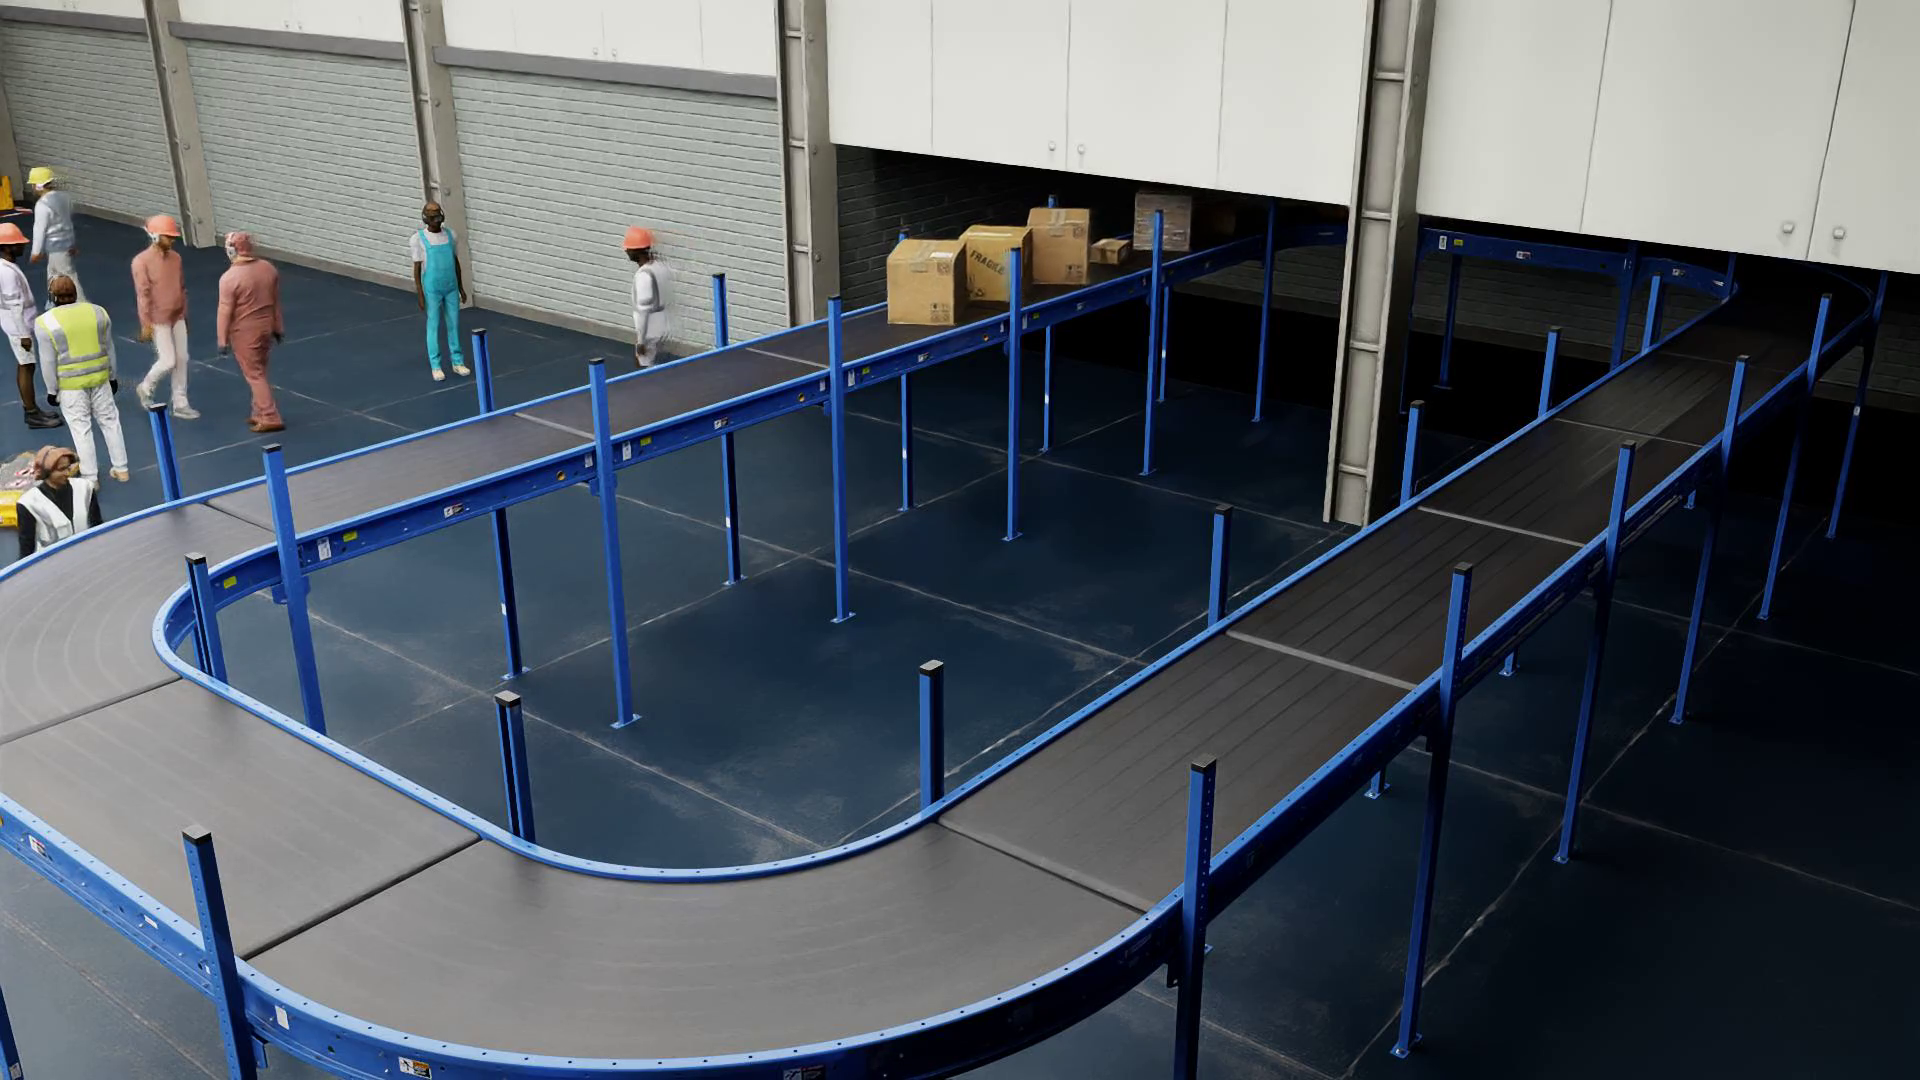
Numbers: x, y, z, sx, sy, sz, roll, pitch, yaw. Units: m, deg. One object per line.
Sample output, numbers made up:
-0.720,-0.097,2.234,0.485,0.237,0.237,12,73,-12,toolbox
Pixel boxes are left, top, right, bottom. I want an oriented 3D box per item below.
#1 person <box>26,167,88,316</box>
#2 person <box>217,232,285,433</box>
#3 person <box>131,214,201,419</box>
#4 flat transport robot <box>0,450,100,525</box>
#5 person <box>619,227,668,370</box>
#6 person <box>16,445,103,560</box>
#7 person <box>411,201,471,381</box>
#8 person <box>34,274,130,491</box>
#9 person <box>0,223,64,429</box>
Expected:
-10.688,-3.435,19.452,0.815,1.796,0.610,-3,22,-7,person
-6.647,-1.934,15.525,0.532,1.895,0.674,8,23,20,person
-7.610,-2.118,15.887,0.563,1.967,0.637,7,22,17,person
-7.801,-0.458,13.950,0.652,0.197,1.431,-3,22,-8,flat transport robot
-2.942,-1.983,15.603,0.399,1.920,0.579,1,22,3,person
-5.638,0.191,10.476,0.319,1.630,0.601,13,25,30,person
-5.377,-2.586,17.242,0.520,1.844,0.331,-18,28,-38,person
-7.432,-1.332,14.061,0.430,1.844,0.624,15,26,34,person
-8.820,-2.016,15.668,0.378,1.938,0.547,-13,25,-29,person
